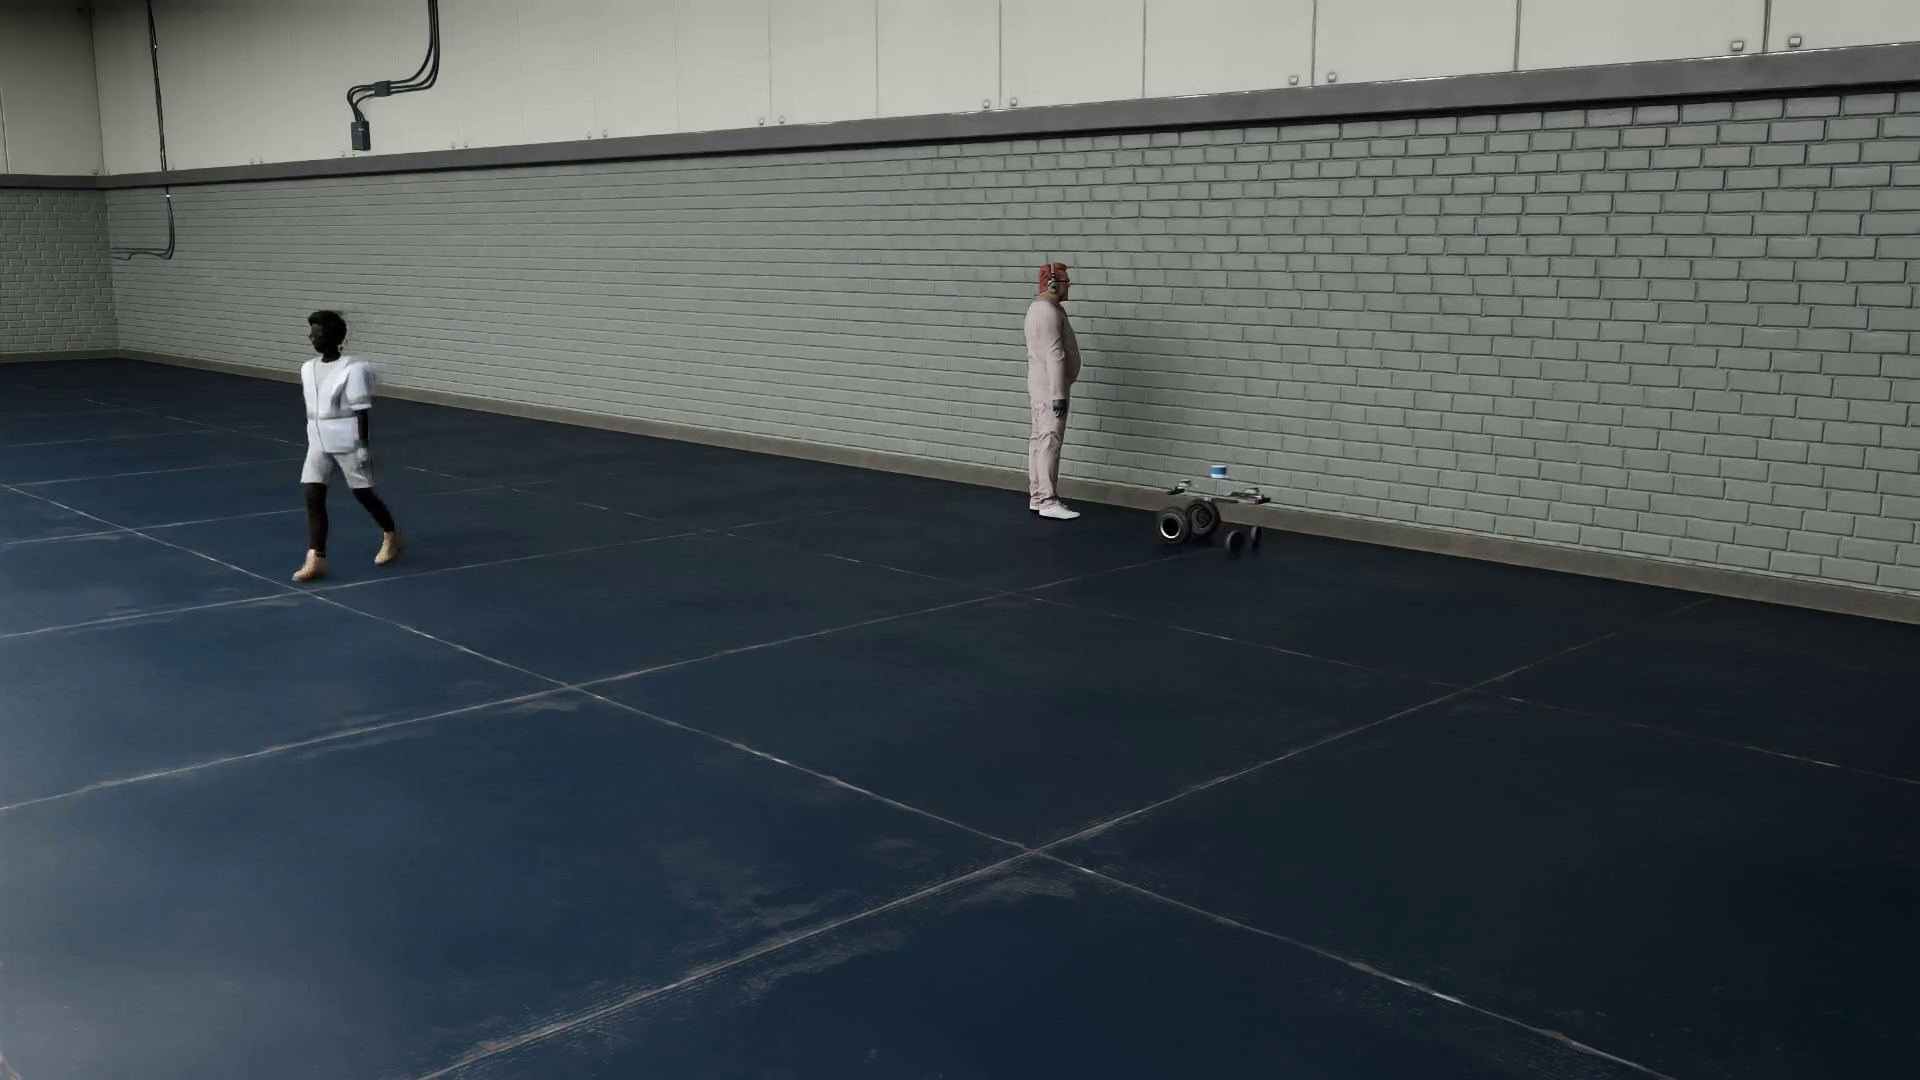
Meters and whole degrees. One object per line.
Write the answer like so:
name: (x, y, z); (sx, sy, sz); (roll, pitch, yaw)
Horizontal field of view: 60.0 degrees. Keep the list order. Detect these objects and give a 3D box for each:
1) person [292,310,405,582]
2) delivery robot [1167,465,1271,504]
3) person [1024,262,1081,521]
person: (-3.856, -0.615, 10.413); (0.533, 1.660, 0.831); (4, 11, 22)
delivery robot: (1.774, -0.397, 11.400); (0.698, 0.223, 0.335); (7, 13, 35)
person: (0.701, -1.121, 12.508); (0.410, 1.909, 0.643); (-2, 11, -9)
